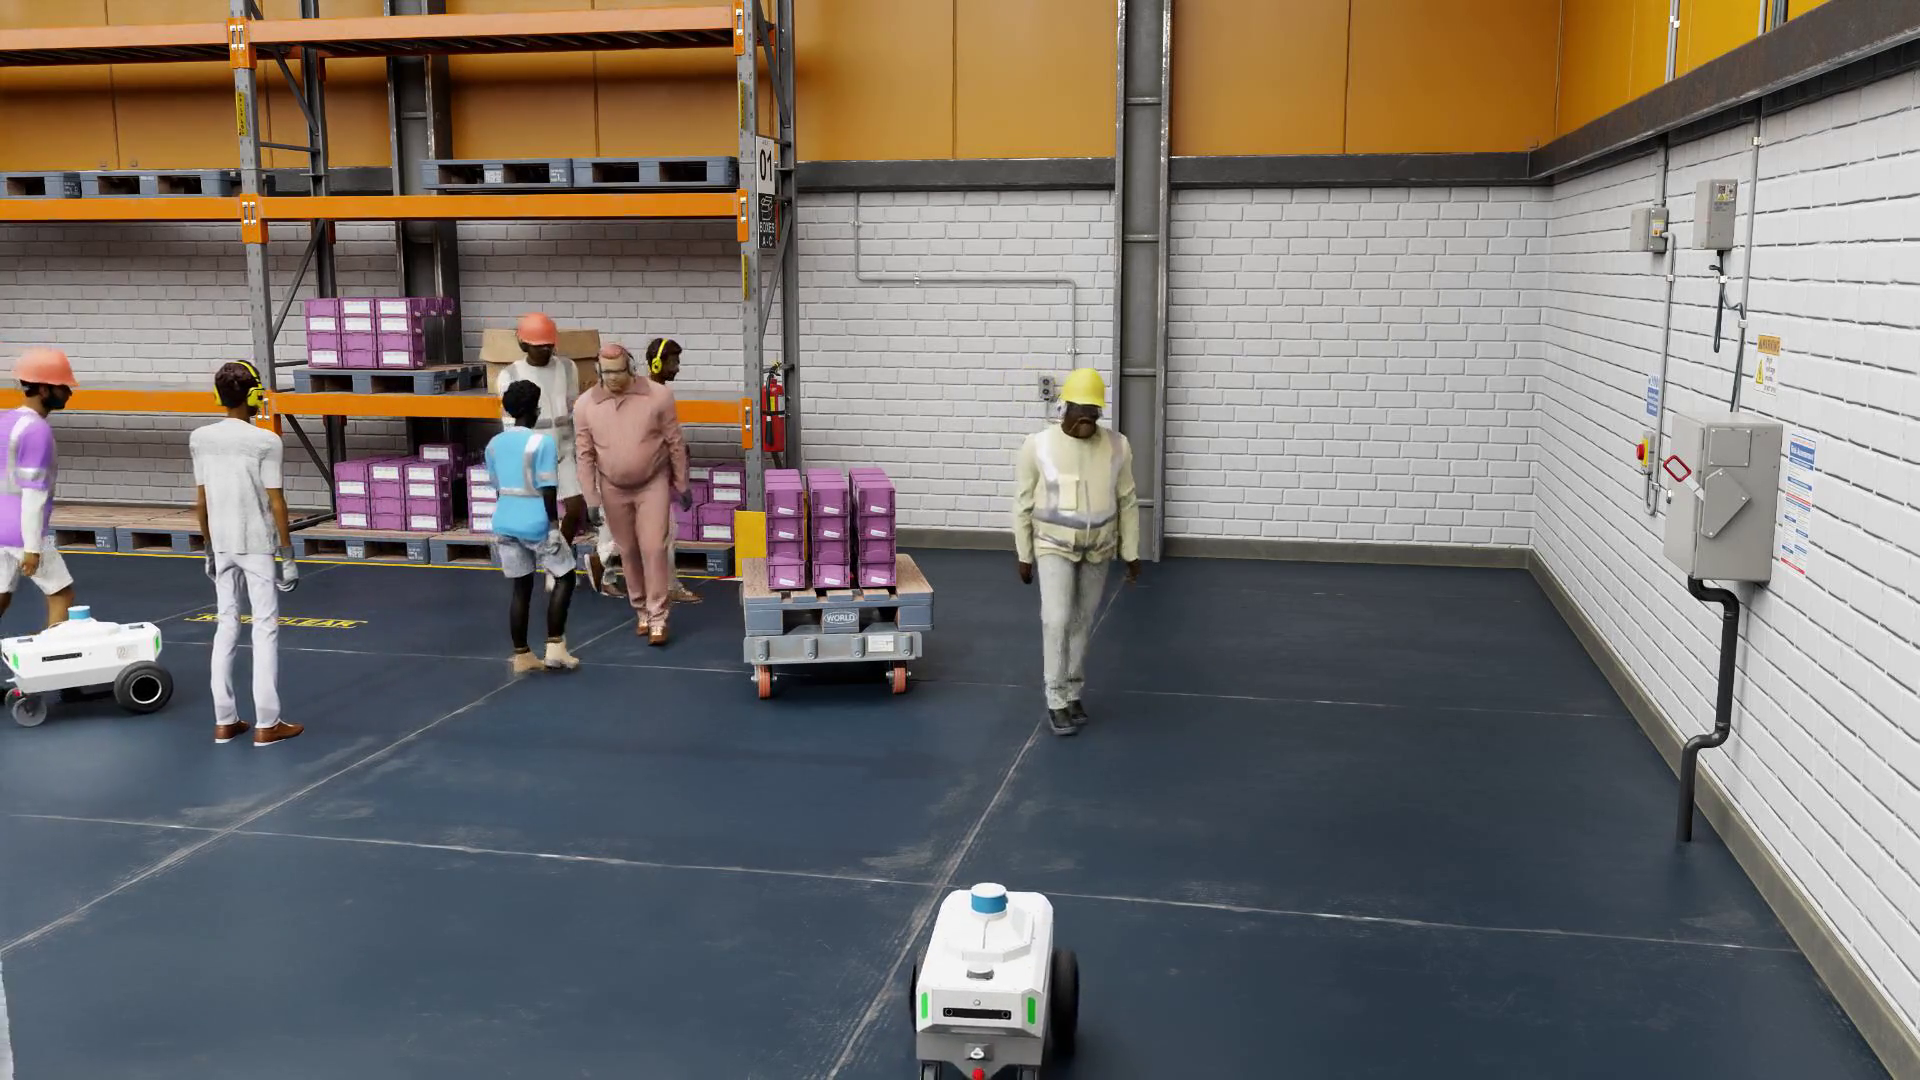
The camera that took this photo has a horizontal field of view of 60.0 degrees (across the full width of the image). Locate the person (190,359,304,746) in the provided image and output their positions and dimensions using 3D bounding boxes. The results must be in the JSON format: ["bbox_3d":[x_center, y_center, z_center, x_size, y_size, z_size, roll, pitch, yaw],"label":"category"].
[{"bbox_3d":[-3.450,0.066,8.056,0.509,1.864,0.332,2,10,13],"label":"person"}]

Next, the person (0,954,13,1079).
[{"bbox_3d":[-2.647,0.820,4.200,0.549,1.623,0.528,-9,13,-43],"label":"person"}]

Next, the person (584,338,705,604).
[{"bbox_3d":[-2.165,-0.458,11.277,0.765,1.828,0.596,0,9,2],"label":"person"}]

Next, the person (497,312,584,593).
[{"bbox_3d":[-2.850,-0.579,11.533,0.675,1.995,0.523,-7,12,-38],"label":"person"}]

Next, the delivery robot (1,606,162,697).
[{"bbox_3d":[-4.523,0.584,8.572,0.707,0.478,0.477,-7,12,-37],"label":"delivery robot"}]

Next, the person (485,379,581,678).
[{"bbox_3d":[-2.391,-0.066,9.395,0.582,1.665,0.483,6,11,32],"label":"person"}]

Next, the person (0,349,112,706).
[{"bbox_3d":[-4.870,-0.040,8.674,0.545,1.885,0.688,8,13,41],"label":"person"}]

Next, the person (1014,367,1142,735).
[{"bbox_3d":[0.609,0.056,8.229,0.610,1.811,0.604,-3,10,-15],"label":"person"}]

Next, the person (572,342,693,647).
[{"bbox_3d":[-2.009,-0.274,10.152,0.707,1.845,0.856,0,9,1],"label":"person"}]

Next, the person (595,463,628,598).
[{"bbox_3d":[-2.300,-0.377,11.458,0.611,1.613,0.514,7,12,36],"label":"person"}]

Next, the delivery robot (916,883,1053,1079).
[{"bbox_3d":[0.081,1.222,4.730,0.477,0.478,0.707,1,9,6],"label":"delivery robot"}]
